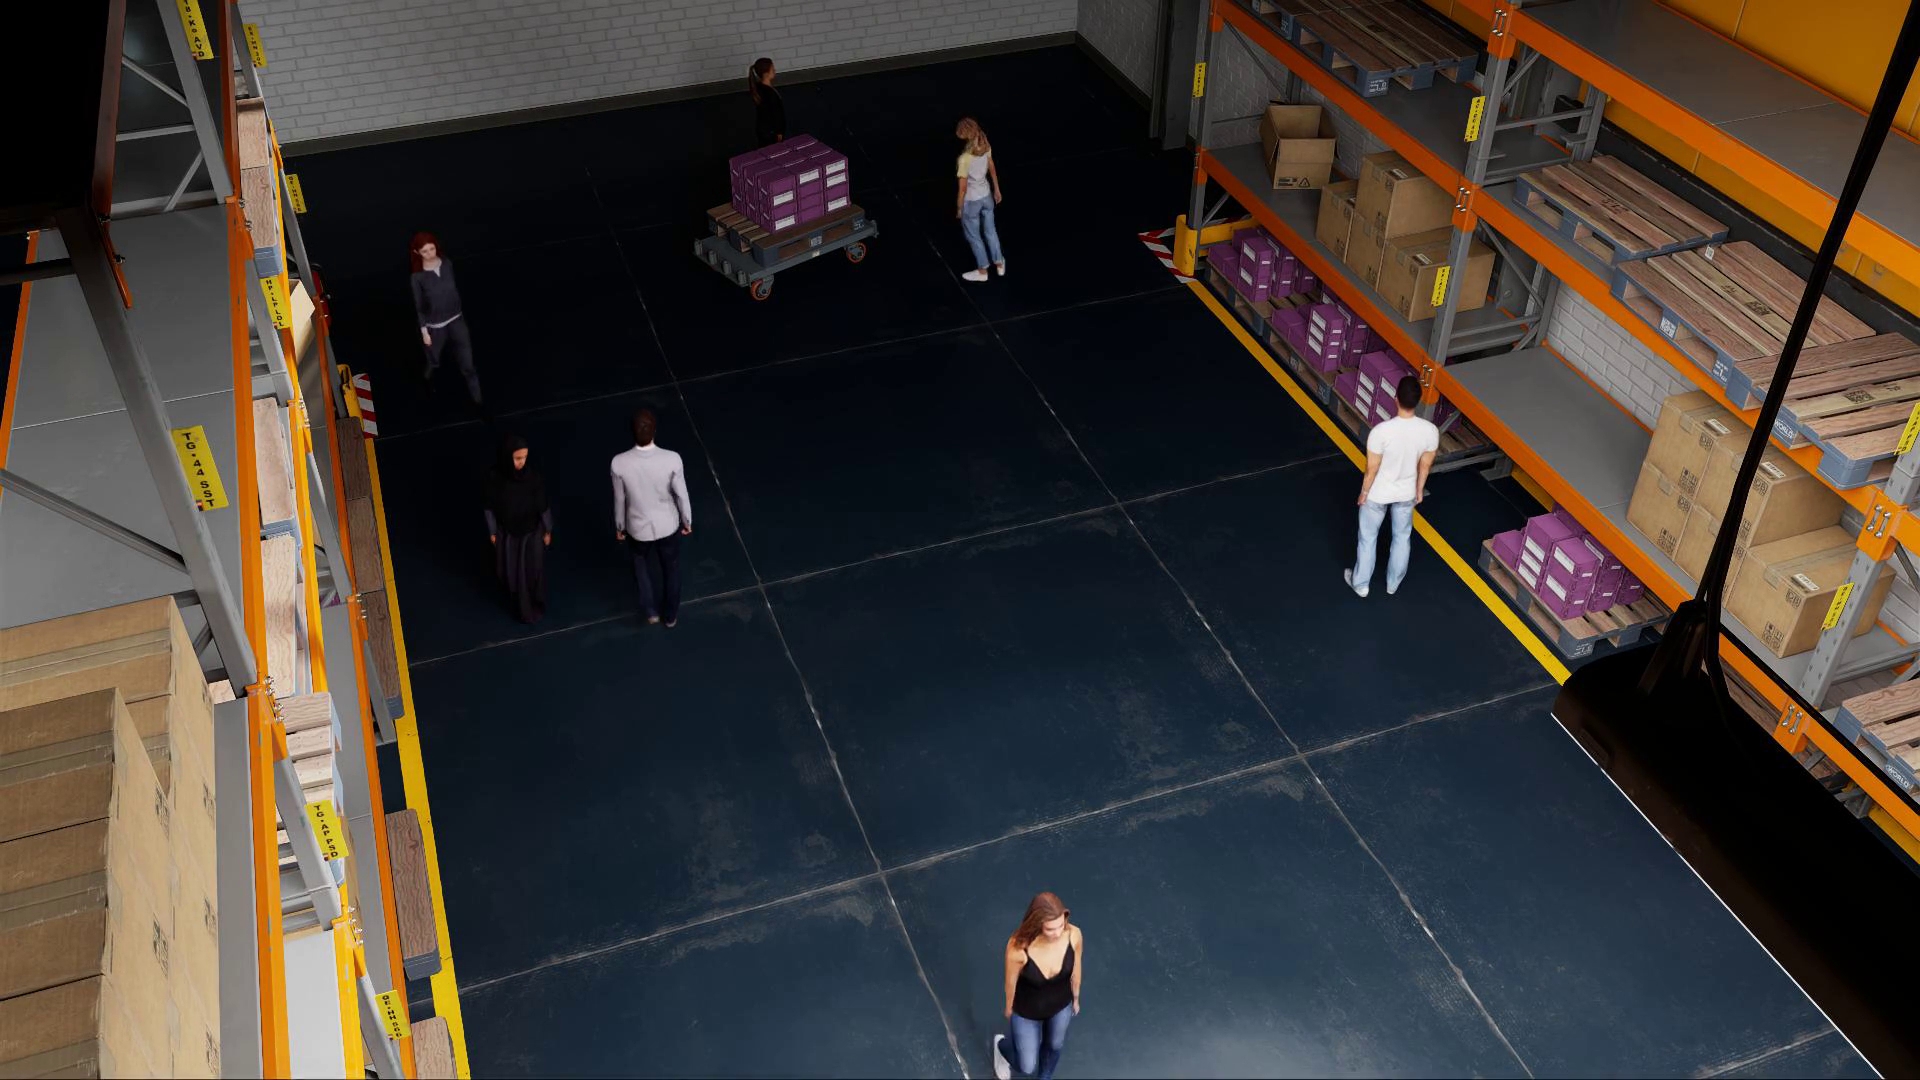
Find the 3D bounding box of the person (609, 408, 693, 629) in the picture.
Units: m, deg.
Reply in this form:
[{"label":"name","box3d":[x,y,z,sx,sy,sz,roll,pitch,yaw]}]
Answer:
[{"label":"person","box3d":[-2.182,-0.068,11.775,0.756,1.835,0.729,-6,39,-8]}]

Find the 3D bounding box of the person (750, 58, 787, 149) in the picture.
[{"label":"person","box3d":[-1.978,-4.250,17.236,0.653,1.555,0.543,-23,44,-26]}]

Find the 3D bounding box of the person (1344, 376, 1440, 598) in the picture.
[{"label":"person","box3d":[3.148,-0.373,12.135,0.724,1.862,0.637,-4,39,-5]}]

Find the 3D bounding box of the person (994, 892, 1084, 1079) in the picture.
[{"label":"person","box3d":[0.397,2.384,8.803,0.589,1.712,0.721,-15,41,-18]}]

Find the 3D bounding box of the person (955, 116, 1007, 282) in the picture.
[{"label":"person","box3d":[0.216,-3.231,15.848,0.893,1.694,0.860,-27,46,-30]}]

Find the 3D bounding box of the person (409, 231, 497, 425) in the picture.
[{"label":"person","box3d":[-4.428,-1.826,14.053,1.236,1.738,0.942,32,48,33]}]

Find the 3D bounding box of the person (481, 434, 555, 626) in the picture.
[{"label":"person","box3d":[-3.172,-0.129,12.040,0.687,1.599,0.813,-4,39,-6]}]
